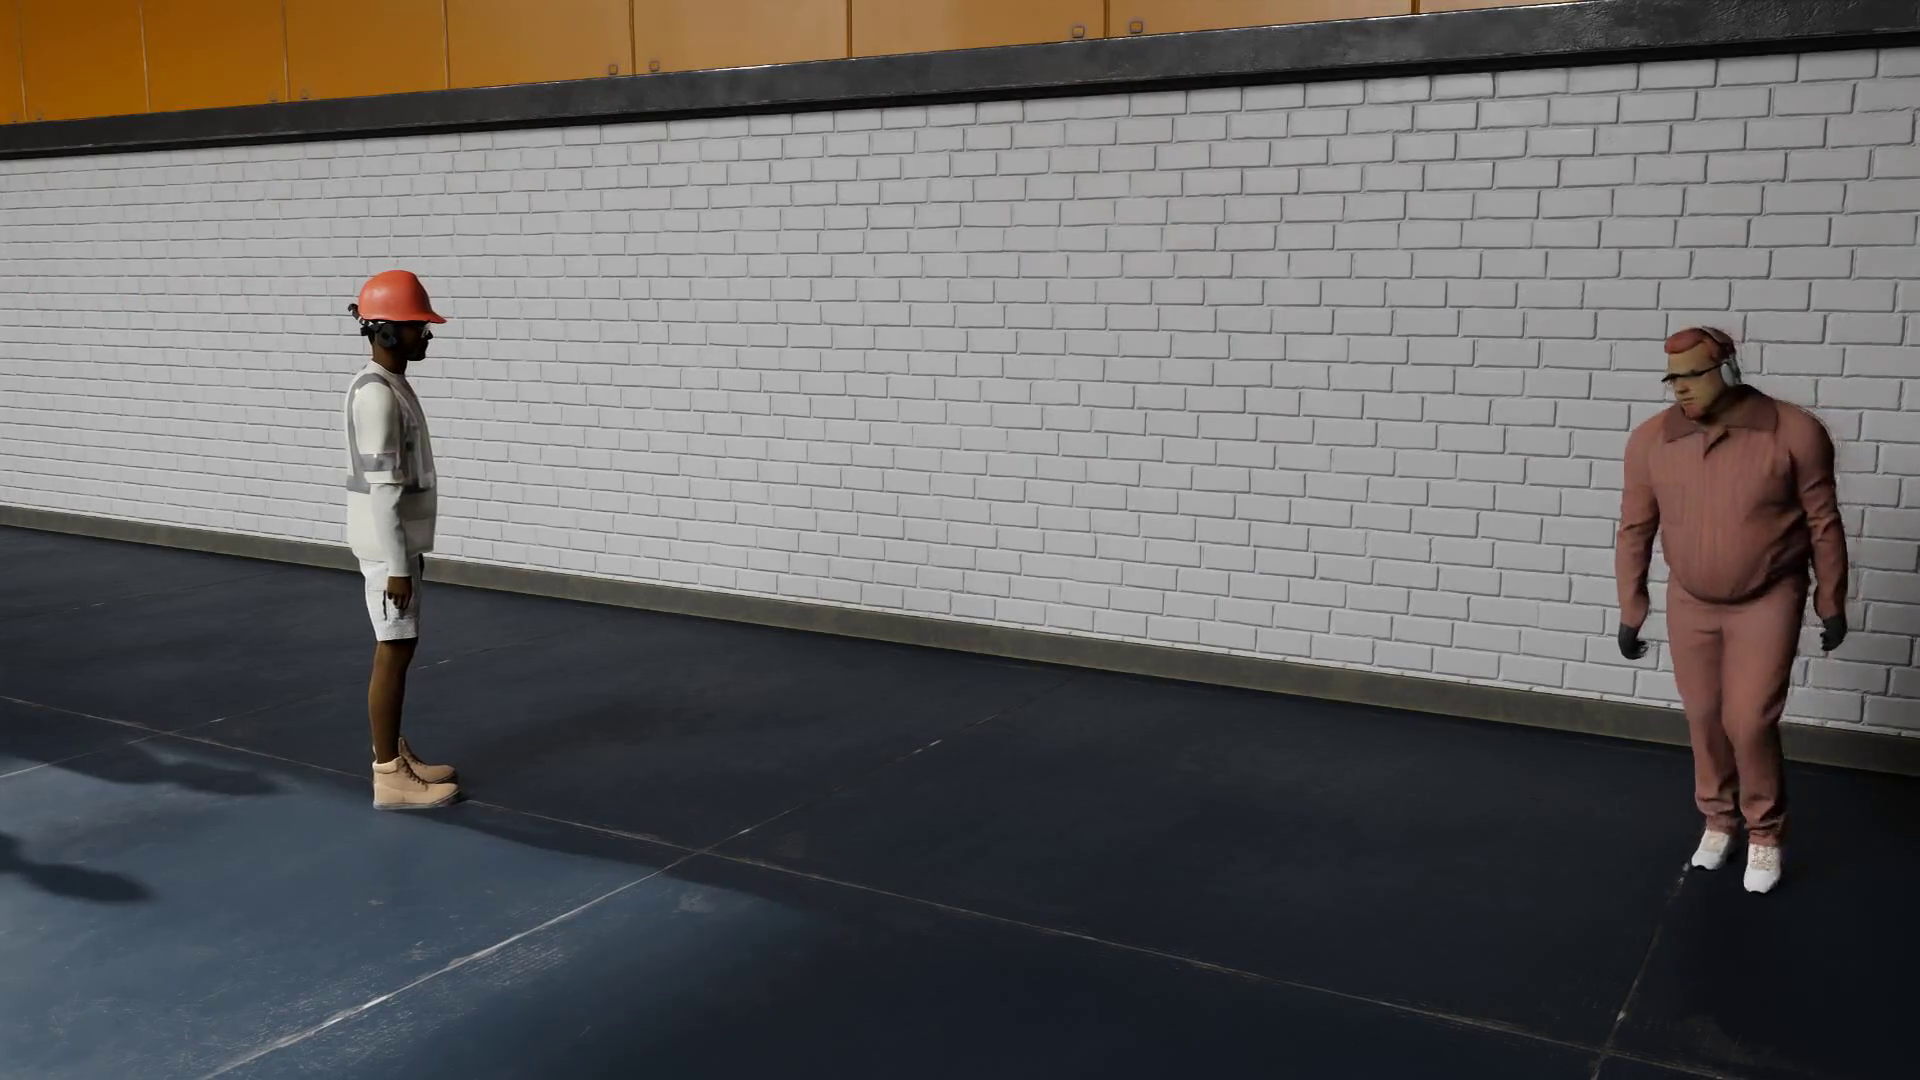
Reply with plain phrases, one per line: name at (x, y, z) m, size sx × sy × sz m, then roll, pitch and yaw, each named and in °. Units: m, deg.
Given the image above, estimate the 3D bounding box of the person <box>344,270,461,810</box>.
person at (-2.106, 0.011, 6.292) m, size 0.396 × 2.039 × 0.607 m, roll -2°, pitch 9°, yaw -15°

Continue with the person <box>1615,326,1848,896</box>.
person at (2.538, 0.224, 5.523) m, size 0.675 × 1.852 × 0.598 m, roll 9°, pitch 13°, yaw 44°
